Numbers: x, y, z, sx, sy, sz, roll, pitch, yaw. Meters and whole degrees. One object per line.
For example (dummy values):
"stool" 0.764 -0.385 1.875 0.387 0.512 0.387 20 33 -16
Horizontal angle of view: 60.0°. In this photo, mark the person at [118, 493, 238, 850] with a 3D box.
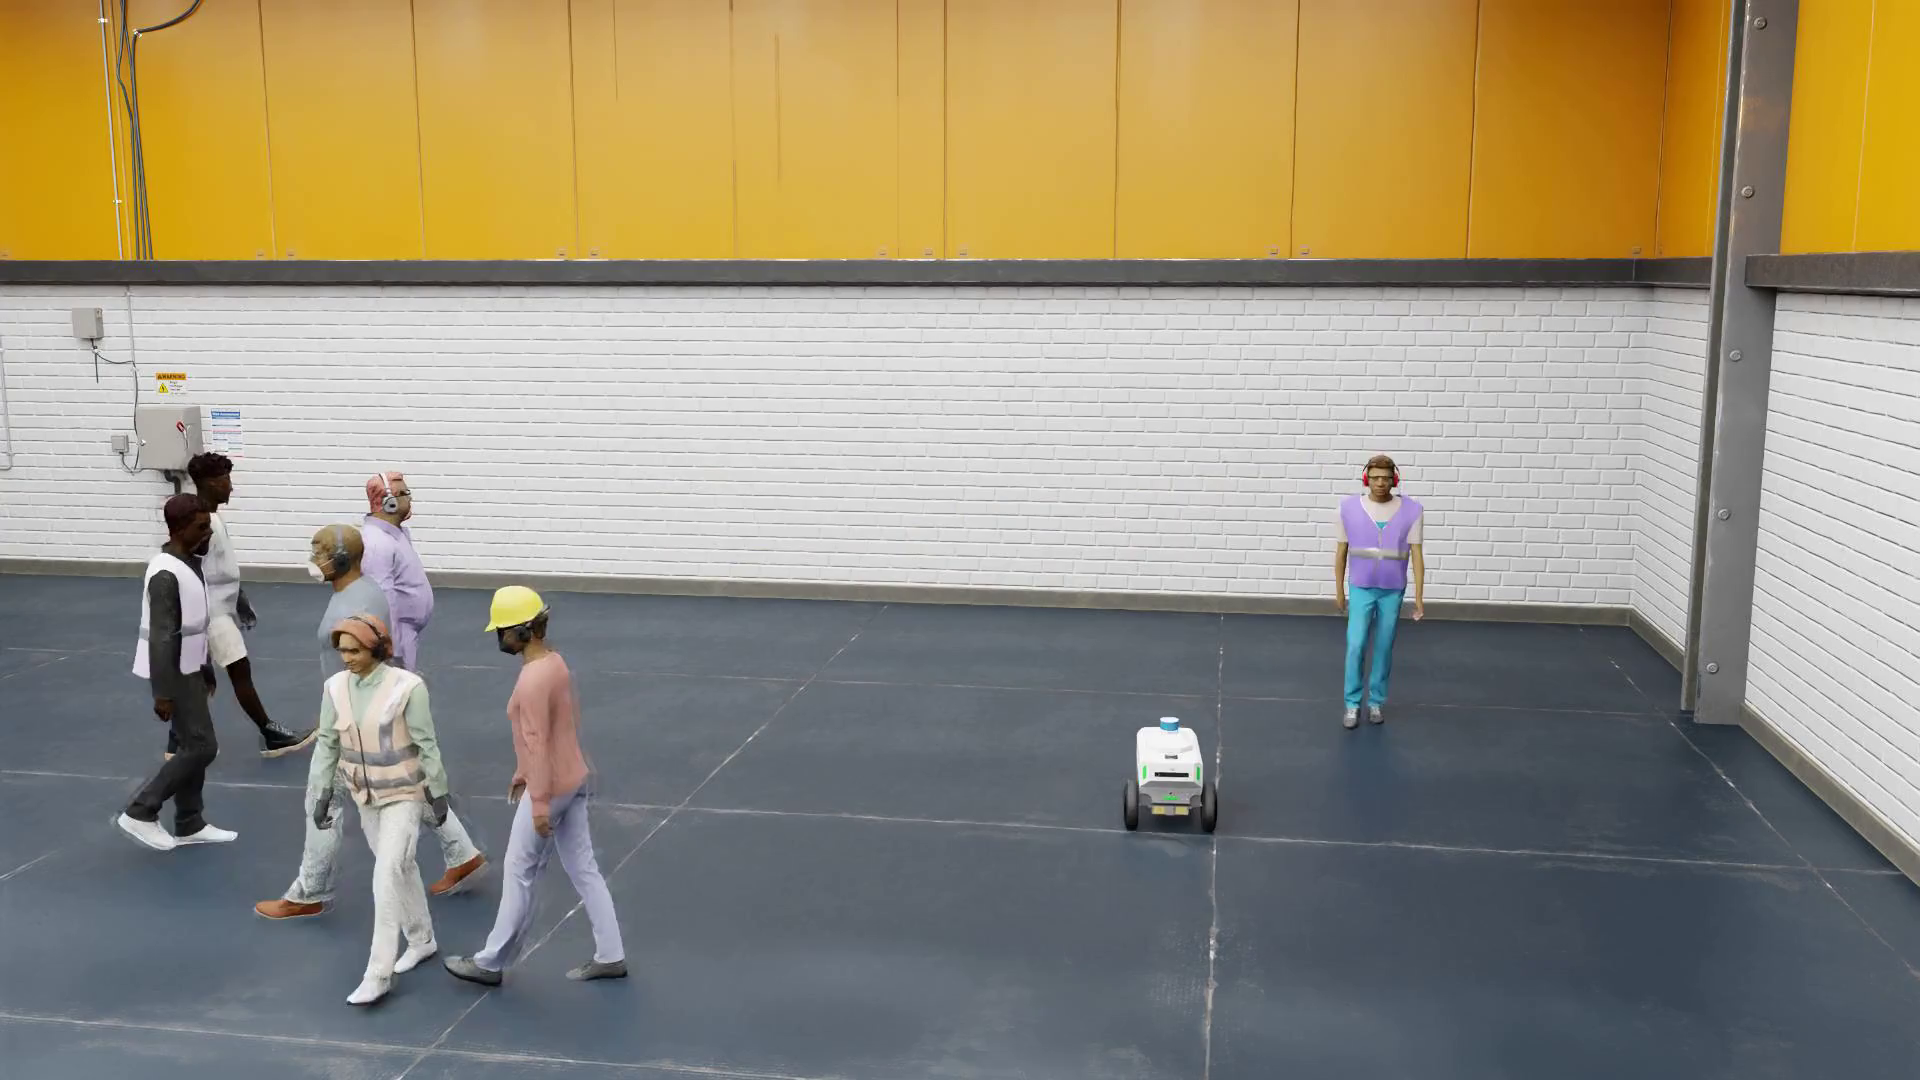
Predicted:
"person" -4.061 0.698 8.625 0.460 1.898 0.632 -3 10 -16

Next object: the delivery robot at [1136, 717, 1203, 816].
"delivery robot" 1.157 1.226 9.216 0.477 0.478 0.707 1 9 4

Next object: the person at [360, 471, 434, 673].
"person" -3.191 0.560 9.439 0.409 1.913 0.651 -3 10 -15

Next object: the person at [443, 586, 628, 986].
"person" -1.797 1.049 7.042 0.791 1.719 0.544 0 9 2

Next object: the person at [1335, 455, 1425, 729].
"person" 2.777 0.351 11.013 0.581 1.823 0.630 1 9 9

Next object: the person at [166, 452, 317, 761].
"person" -4.501 0.414 10.271 0.957 1.920 0.625 -3 10 -17

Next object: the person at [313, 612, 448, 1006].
"person" -2.477 1.108 6.963 0.543 1.603 0.758 4 10 22

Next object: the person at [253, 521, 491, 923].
"person" -2.767 0.838 7.823 1.051 1.898 0.628 -2 9 -13
